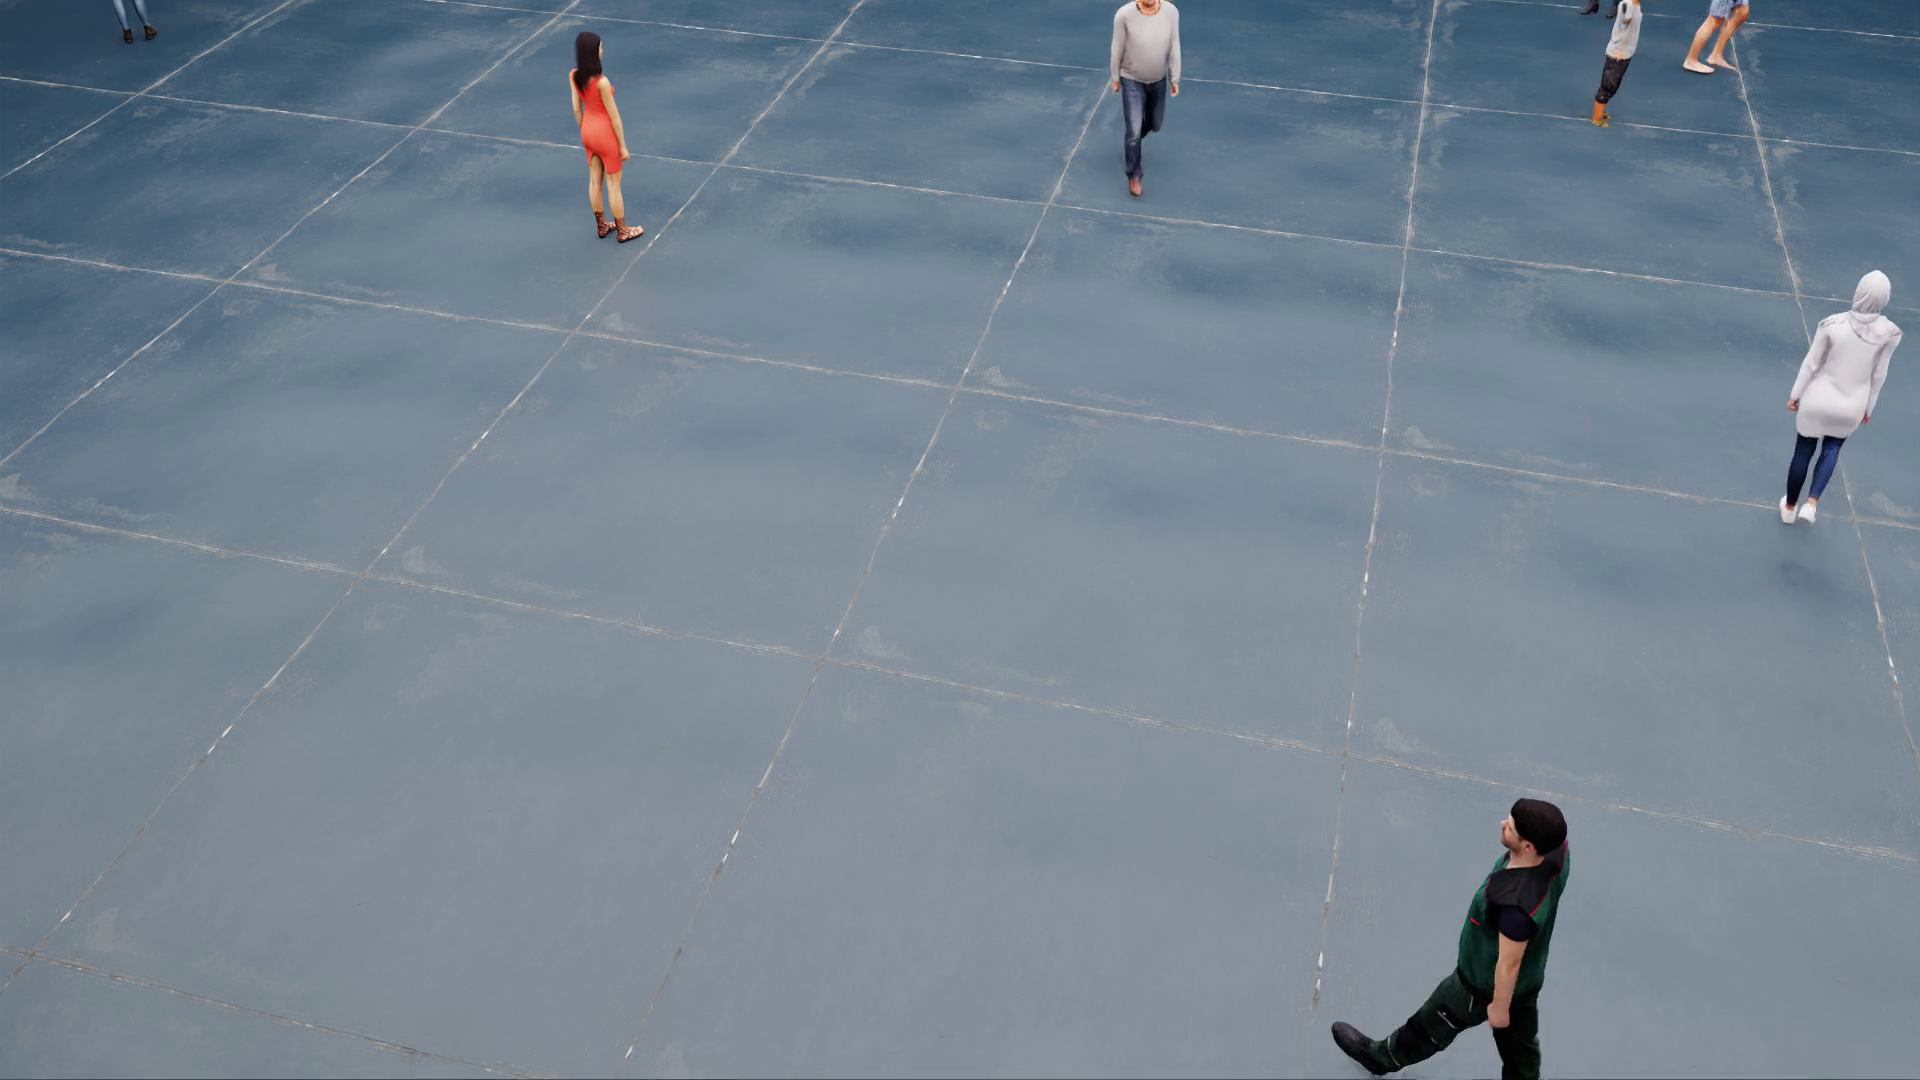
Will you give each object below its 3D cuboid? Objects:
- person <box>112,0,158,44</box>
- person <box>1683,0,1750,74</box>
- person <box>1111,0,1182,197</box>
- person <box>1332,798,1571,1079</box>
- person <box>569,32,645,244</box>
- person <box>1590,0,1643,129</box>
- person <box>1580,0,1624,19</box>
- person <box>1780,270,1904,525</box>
[{"bbox_3d":[-8.491,-5.831,16.684,0.743,1.634,0.788,-15,41,-19],"label":"person"},{"bbox_3d":[7.316,-5.390,15.963,0.781,1.827,0.728,20,42,23],"label":"person"},{"bbox_3d":[1.539,-3.913,14.032,1.025,1.880,1.230,-6,38,-8],"label":"person"},{"bbox_3d":[2.286,1.789,6.762,1.021,1.858,1.190,22,43,26],"label":"person"},{"bbox_3d":[-2.861,-3.196,13.244,0.647,1.723,0.621,21,43,25],"label":"person"},{"bbox_3d":[6.028,-4.516,15.149,0.684,1.454,0.499,18,42,22],"label":"person"},{"bbox_3d":[6.870,-6.214,17.214,0.809,1.583,0.750,-20,42,-24],"label":"person"},{"bbox_3d":[5.319,-0.787,10.126,0.653,1.770,0.716,14,40,17],"label":"person"}]
